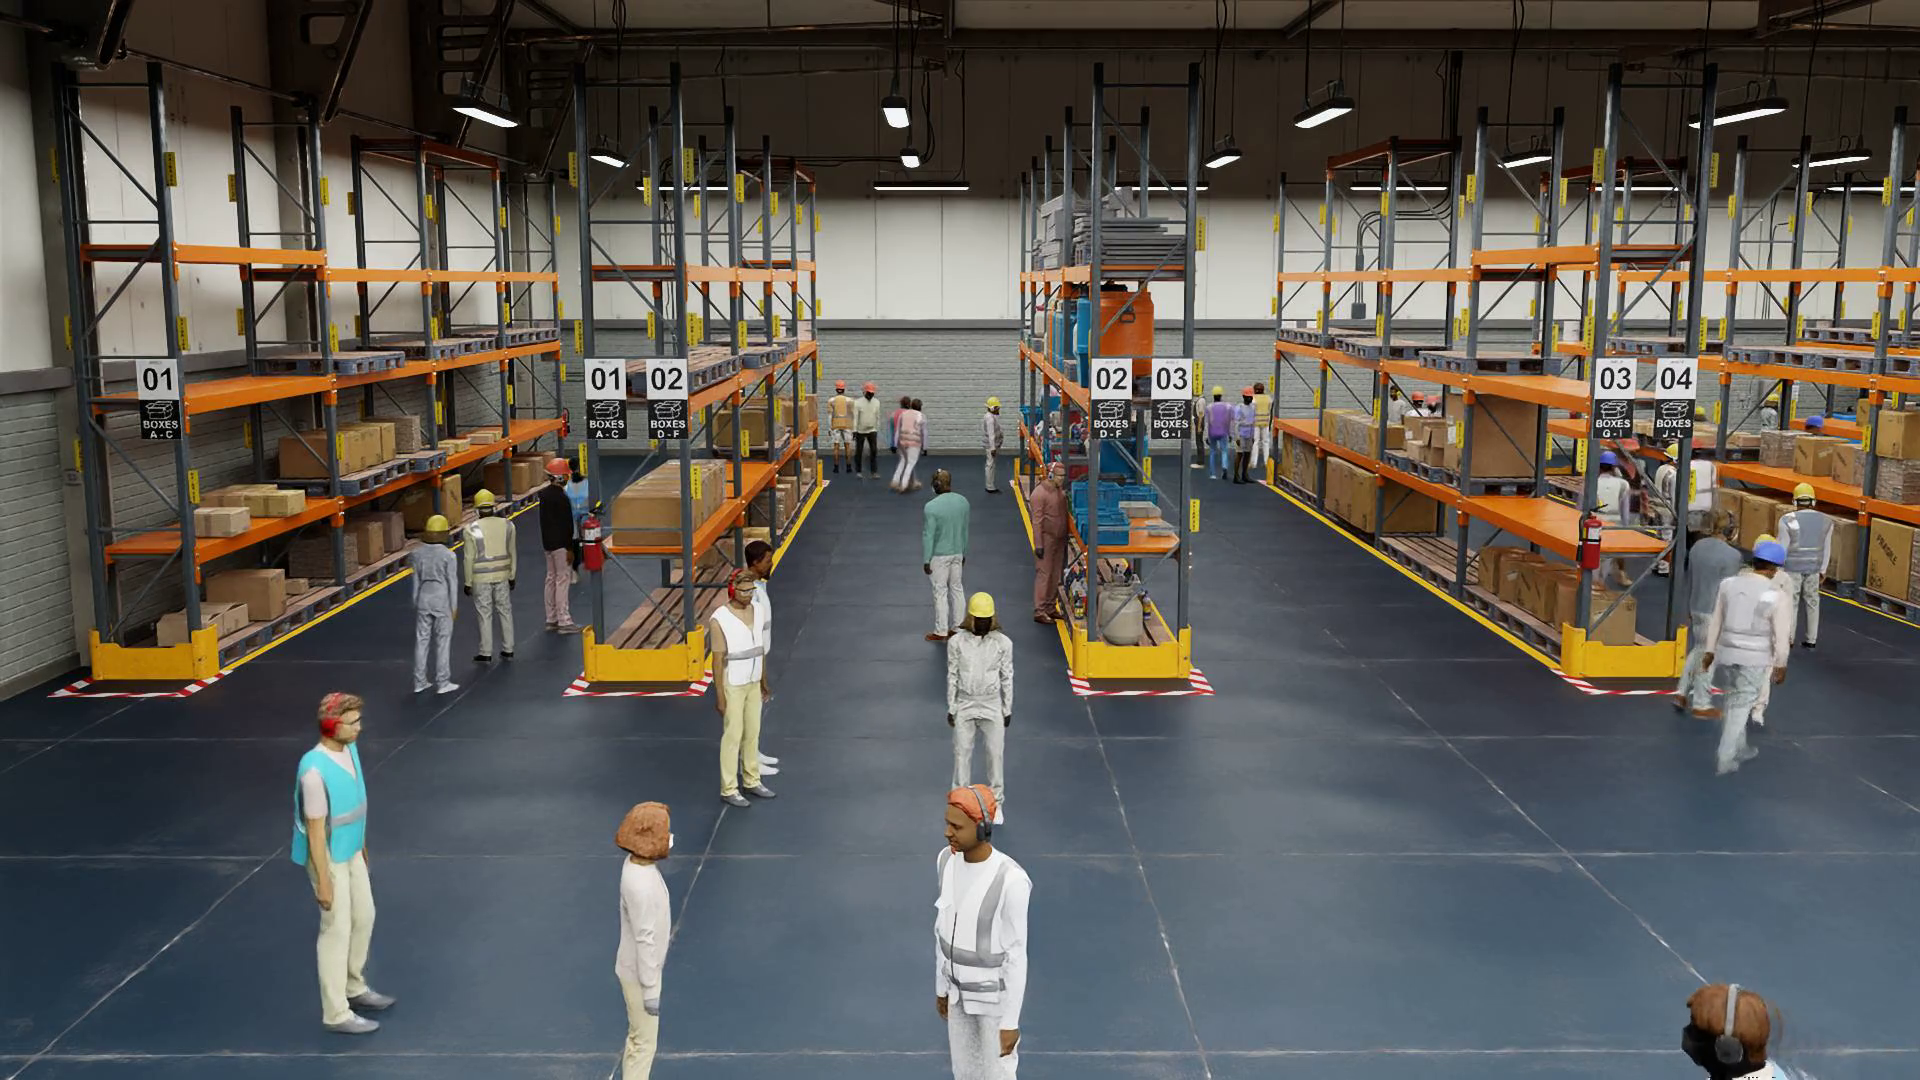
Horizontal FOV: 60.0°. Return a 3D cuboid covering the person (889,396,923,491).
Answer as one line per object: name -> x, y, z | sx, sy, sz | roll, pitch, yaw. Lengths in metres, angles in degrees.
person -> -1.074, -1.851, 31.856 | 0.626, 1.801, 0.956 | 8, 12, 41

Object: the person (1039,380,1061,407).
person -> 2.079, -2.721, 36.648 | 0.684, 2.000, 0.538 | 0, 9, 2

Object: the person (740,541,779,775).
person -> -1.679, 0.948, 13.479 | 0.392, 1.910, 0.582 | -1, 9, -5

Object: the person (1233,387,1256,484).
person -> 5.632, -2.053, 32.721 | 0.545, 1.929, 0.391 | -7, 12, -40

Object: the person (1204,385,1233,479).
person -> 5.177, -2.138, 33.317 | 0.596, 1.911, 0.709 | 0, 9, 0

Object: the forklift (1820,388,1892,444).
forklift -> 20.072, -3.110, 36.462 | 1.873, 2.768, 1.129 | 0, 9, 0

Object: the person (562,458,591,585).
person -> -5.028, -0.276, 22.076 | 0.528, 1.678, 0.685 | 0, 9, 0

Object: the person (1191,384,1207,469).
person -> 5.100, -2.433, 35.466 | 0.334, 1.838, 0.509 | 1, 9, 7

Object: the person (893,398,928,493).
person -> -0.955, -1.791, 31.489 | 0.650, 1.789, 0.951 | 5, 10, 31

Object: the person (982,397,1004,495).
person -> 0.616, -1.766, 31.172 | 0.404, 1.831, 0.600 | -1, 9, -3

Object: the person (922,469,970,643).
person -> -0.163, 0.179, 18.363 | 0.635, 1.929, 0.378 | -8, 12, -42

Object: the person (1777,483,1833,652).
person -> 9.045, 0.299, 17.912 | 0.591, 1.824, 0.404 | 0, 9, -2

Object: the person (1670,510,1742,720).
person -> 6.822, 0.681, 15.147 | 0.444, 1.930, 0.652 | -1, 9, -7

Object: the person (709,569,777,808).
person -> -1.684, 1.115, 12.658 | 0.404, 1.831, 0.573 | 5, 10, 31

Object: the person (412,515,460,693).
person -> -5.089, 0.623, 16.171 | 0.492, 1.727, 0.400 | 2, 9, 13

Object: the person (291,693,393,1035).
person -> -3.314, 1.708, 8.836 | 0.423, 1.837, 0.600 | -1, 9, -4

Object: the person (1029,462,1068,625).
person -> 1.074, 0.027, 19.456 | 0.401, 1.893, 0.654 | 6, 11, 34

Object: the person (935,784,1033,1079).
person -> 0.081, 1.954, 7.107 | 0.357, 1.879, 0.574 | -7, 11, -37

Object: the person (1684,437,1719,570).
person -> 10.069, -0.456, 22.611 | 0.571, 1.888, 0.939 | -3, 9, -16

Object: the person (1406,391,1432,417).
person -> 8.581, -1.827, 31.269 | 0.545, 1.931, 0.380 | -2, 9, -15

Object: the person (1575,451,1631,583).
person -> 7.865, -0.137, 20.446 | 0.658, 1.912, 0.636 | 1, 9, 6

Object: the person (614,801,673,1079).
person -> -1.441, 1.994, 7.658 | 0.280, 1.625, 0.493 | -1, 9, -8

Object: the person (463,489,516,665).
person -> -4.916, 0.383, 17.360 | 0.592, 1.828, 0.404 | -8, 12, -42

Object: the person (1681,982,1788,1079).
person -> 2.431, 2.277, 5.186 | 0.671, 1.827, 0.636 | 5, 10, 31

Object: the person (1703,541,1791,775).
person -> 6.449, 0.951, 13.509 | 0.839, 1.894, 0.643 | -5, 10, -29

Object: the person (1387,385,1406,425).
person -> 8.980, -2.269, 34.348 | 0.338, 1.859, 0.502 | -6, 11, -34

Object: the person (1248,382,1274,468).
person -> 6.393, -2.446, 35.549 | 0.626, 1.841, 0.429 | -2, 9, -14

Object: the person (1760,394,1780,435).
person -> 16.339, -2.090, 33.582 | 0.318, 1.733, 0.491 | -1, 9, -4

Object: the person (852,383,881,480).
person -> -1.882, -2.187, 33.476 | 0.660, 1.944, 0.910 | -4, 10, -25

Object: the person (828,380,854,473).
person -> -2.480, -2.358, 34.645 | 0.542, 1.938, 0.358 | -1, 9, -6

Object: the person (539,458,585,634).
person -> -4.546, 0.063, 18.882 | 0.381, 1.994, 0.622 | -7, 11, -39

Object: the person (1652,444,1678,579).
person -> 9.534, -0.385, 22.336 | 0.404, 1.824, 0.586 | 0, 9, 2

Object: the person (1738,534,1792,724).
person -> 7.277, 0.794, 15.129 | 0.500, 1.700, 0.900 | 5, 10, 28

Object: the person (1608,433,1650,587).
person -> 8.735, -0.417, 21.900 | 0.625, 2.021, 0.756 | -2, 9, -14

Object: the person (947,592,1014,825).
person -> 0.147, 1.235, 12.193 | 0.487, 1.738, 0.320 | 0, 9, 3
